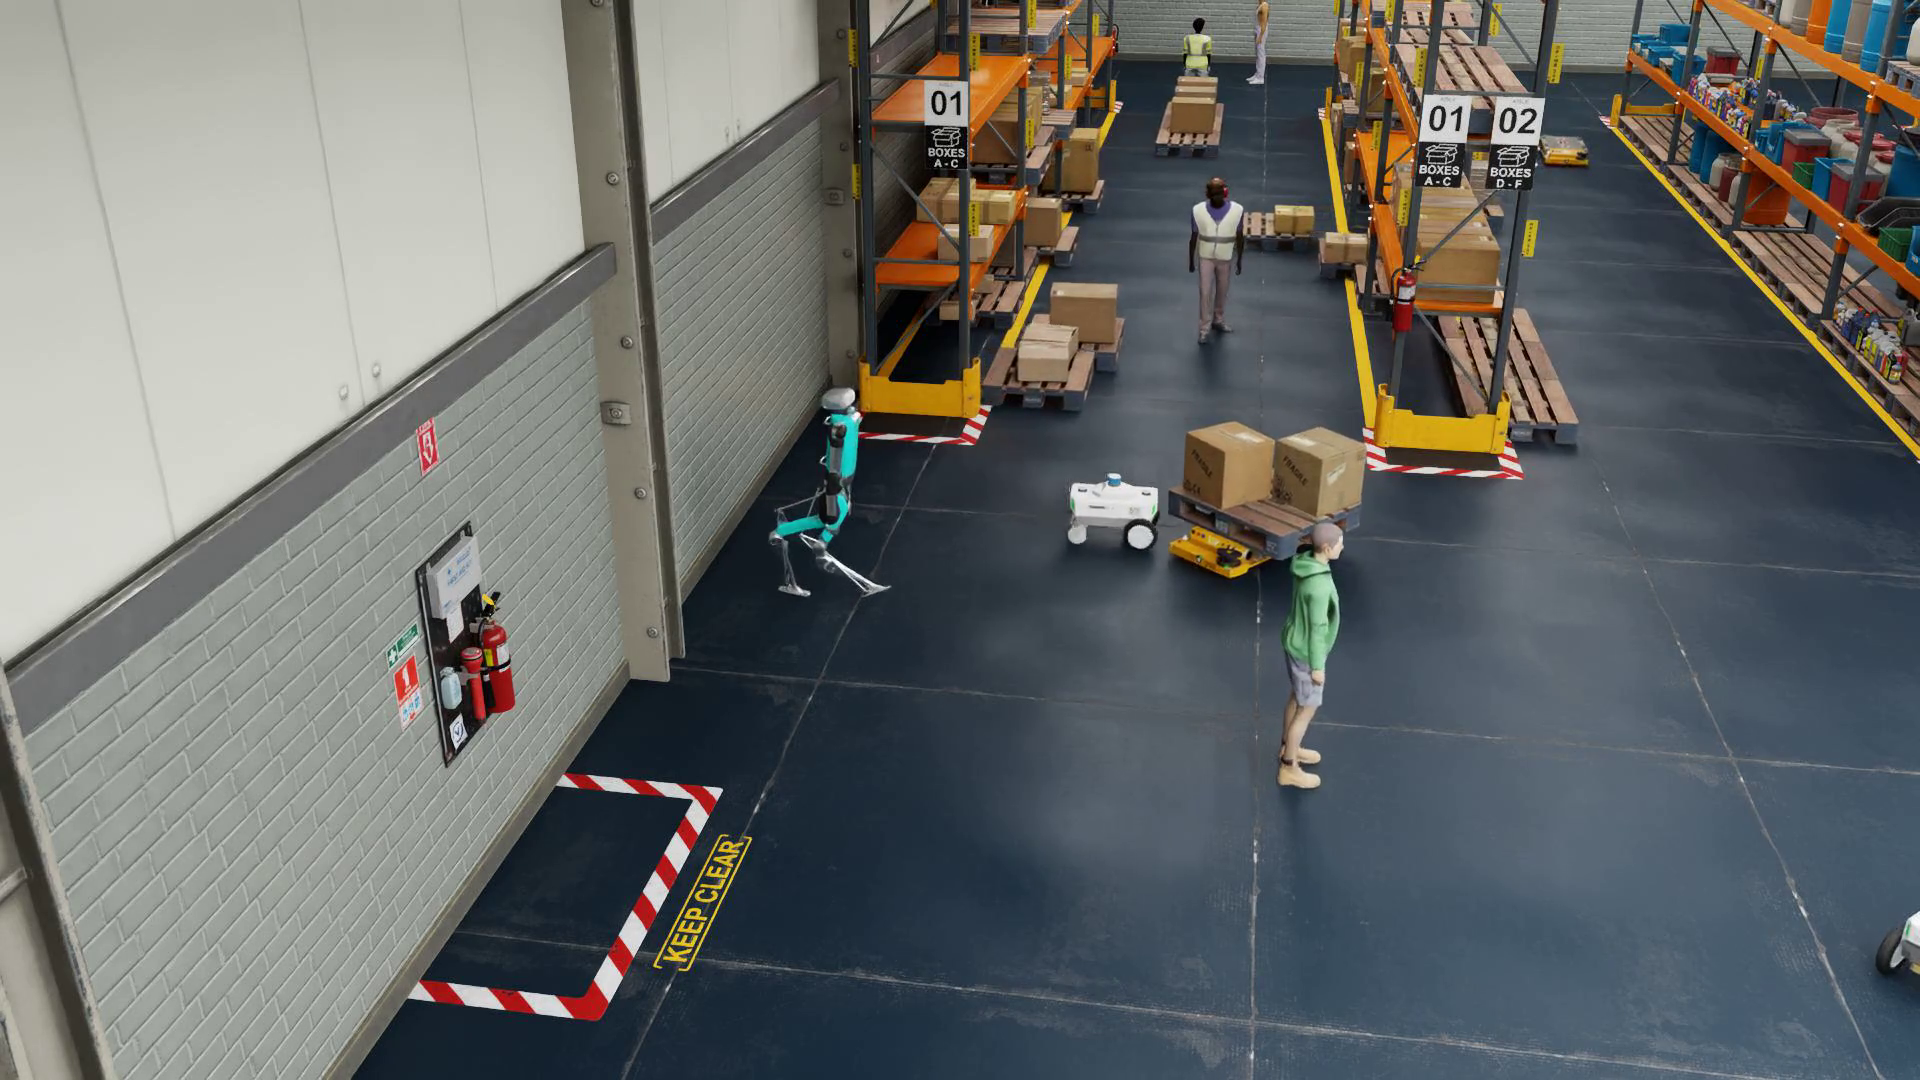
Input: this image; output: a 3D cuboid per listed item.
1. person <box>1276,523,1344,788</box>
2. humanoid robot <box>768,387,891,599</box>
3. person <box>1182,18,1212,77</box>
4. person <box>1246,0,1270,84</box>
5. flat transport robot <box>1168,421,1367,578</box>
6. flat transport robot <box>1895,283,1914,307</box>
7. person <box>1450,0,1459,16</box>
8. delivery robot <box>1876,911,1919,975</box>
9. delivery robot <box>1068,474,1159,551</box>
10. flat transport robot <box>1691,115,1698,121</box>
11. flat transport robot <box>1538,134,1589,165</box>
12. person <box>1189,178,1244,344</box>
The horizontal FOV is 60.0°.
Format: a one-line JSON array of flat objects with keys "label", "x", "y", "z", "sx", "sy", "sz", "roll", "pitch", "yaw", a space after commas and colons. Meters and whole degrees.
[{"label": "person", "x": 2.126, "y": 0.698, "z": 10.136, "sx": 0.336, "sy": 1.738, "sz": 0.492, "roll": 1, "pitch": 25, "yaw": 1}, {"label": "humanoid robot", "x": -1.055, "y": -0.289, "z": 12.279, "sx": 1.062, "sy": 1.743, "sz": 0.541, "roll": 4, "pitch": 25, "yaw": 8}, {"label": "person", "x": 4.245, "y": -8.488, "z": 29.834, "sx": 0.531, "sy": 1.697, "sz": 0.320, "roll": 8, "pitch": 26, "yaw": 16}, {"label": "person", "x": 5.879, "y": -9.961, "z": 32.795, "sx": 0.372, "sy": 1.864, "sz": 0.519, "roll": 1, "pitch": 25, "yaw": 3}, {"label": "flat transport robot", "x": 2.424, "y": -0.068, "z": 13.504, "sx": 1.431, "sy": 0.231, "sz": 0.659, "roll": -20, "pitch": 31, "yaw": -36}, {"label": "flat transport robot", "x": 11.286, "y": -2.493, "z": 18.693, "sx": 0.659, "sy": 0.231, "sz": 1.431, "roll": 4, "pitch": 25, "yaw": 9}, {"label": "person", "x": 9.332, "y": -9.395, "z": 31.696, "sx": 0.324, "sy": 1.766, "sz": 0.532, "roll": -18, "pitch": 30, "yaw": -33}, {"label": "delivery robot", "x": 5.186, "y": 2.072, "z": 8.605, "sx": 0.784, "sy": 0.612, "sz": 0.525, "roll": -17, "pitch": 30, "yaw": -31}, {"label": "delivery robot", "x": 1.270, "y": -0.238, "z": 13.549, "sx": 0.813, "sy": 0.610, "sz": 0.499, "roll": 3, "pitch": 25, "yaw": 7}, {"label": "flat transport robot", "x": 13.473, "y": -7.290, "z": 28.960, "sx": 0.659, "sy": 0.231, "sz": 1.431, "roll": -6, "pitch": 26, "yaw": -12}, {"label": "flat transport robot", "x": 9.719, "y": -6.291, "z": 26.822, "sx": 0.659, "sy": 0.231, "sz": 1.431, "roll": 6, "pitch": 26, "yaw": 12}, {"label": "person", "x": 2.783, "y": -3.083, "z": 18.153, "sx": 0.583, "sy": 1.804, "sz": 0.684, "roll": 2, "pitch": 25, "yaw": 4}]
